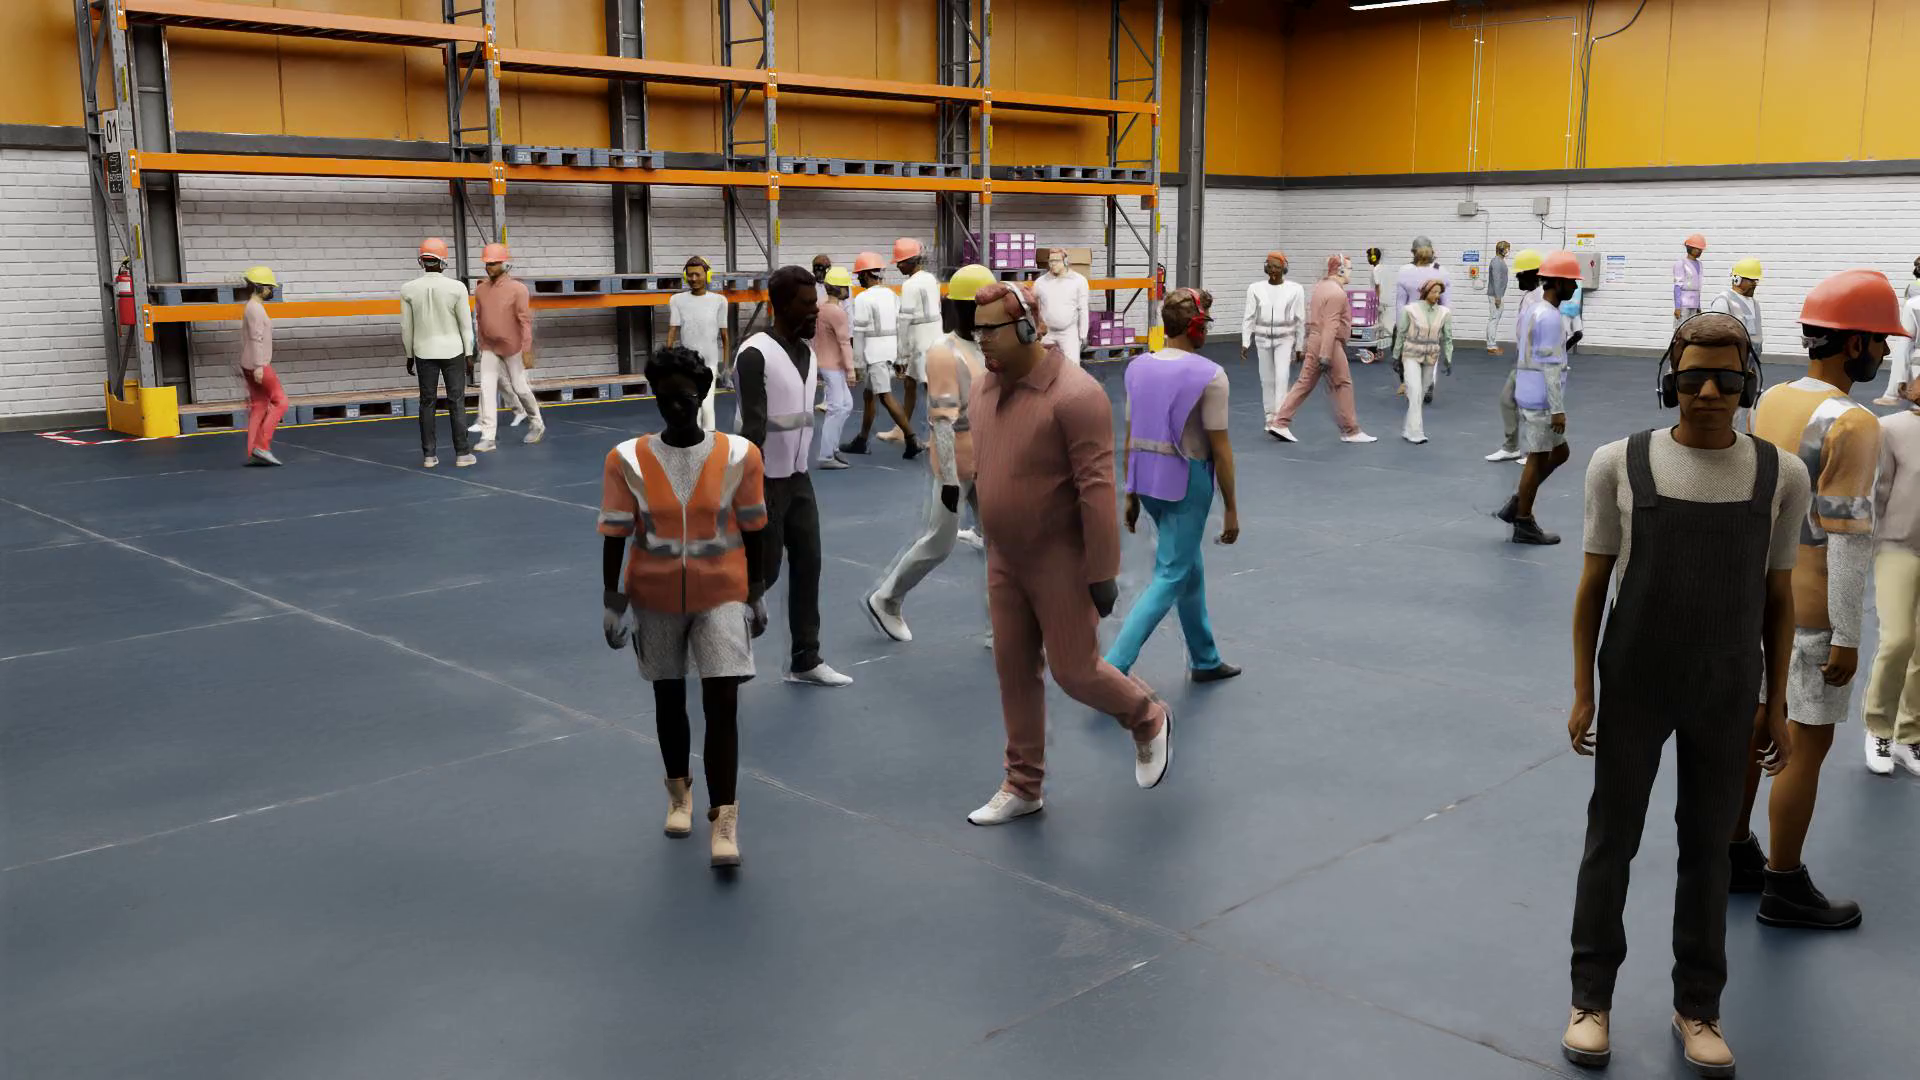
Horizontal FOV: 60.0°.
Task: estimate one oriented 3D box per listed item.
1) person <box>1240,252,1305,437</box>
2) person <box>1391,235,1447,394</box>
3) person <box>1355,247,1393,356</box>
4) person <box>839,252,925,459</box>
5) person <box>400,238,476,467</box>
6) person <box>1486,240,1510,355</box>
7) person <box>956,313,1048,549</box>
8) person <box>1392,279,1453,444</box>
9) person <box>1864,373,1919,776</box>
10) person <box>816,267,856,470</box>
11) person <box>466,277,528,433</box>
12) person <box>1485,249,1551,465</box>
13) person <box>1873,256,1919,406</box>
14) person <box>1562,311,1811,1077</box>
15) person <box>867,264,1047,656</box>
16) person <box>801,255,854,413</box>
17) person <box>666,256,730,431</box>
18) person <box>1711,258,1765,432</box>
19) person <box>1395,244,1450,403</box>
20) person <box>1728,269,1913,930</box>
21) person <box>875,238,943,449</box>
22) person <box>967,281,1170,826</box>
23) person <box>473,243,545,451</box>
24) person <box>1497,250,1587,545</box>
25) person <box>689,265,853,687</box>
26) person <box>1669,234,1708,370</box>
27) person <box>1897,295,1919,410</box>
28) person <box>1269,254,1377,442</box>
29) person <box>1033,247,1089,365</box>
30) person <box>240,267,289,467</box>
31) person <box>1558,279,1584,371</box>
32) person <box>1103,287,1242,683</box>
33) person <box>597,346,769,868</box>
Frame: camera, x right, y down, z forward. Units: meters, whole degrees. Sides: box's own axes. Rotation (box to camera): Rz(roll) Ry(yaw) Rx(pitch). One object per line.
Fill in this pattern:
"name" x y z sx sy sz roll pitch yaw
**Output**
"person" 3.135 -1.953 16.741 0.590 1.838 0.920 4 11 21
"person" 5.727 -2.799 20.805 0.704 2.000 0.538 -2 11 -13
"person" 7.020 -3.934 27.598 0.796 1.833 0.546 6 12 32
"person" -0.698 -1.669 15.110 1.001 1.886 0.549 7 12 33
"person" -4.562 -1.633 14.571 0.610 1.996 0.379 -1 10 -4
"person" 9.144 -4.116 28.273 0.372 1.937 0.627 3 11 17
"person" 0.343 -0.682 10.460 0.830 1.586 0.525 0 10 1
"person" 4.499 -1.709 16.047 0.537 1.590 0.847 -2 11 -11
"person" 3.614 0.090 6.163 0.533 1.619 0.410 1 10 6
"person" -1.046 -1.477 14.388 0.461 1.748 0.543 -4 11 -23
"person" -4.842 -1.944 17.355 0.507 1.597 0.878 9 13 39
"person" 4.922 -1.579 14.544 0.715 1.890 0.614 1 10 6
"person" 11.323 -2.442 19.521 0.637 1.806 0.931 -5 12 -25
"person" 1.737 0.379 4.012 0.504 1.847 0.343 3 11 14
"person" -0.025 -0.388 8.089 0.931 1.899 0.594 6 12 30
"person" -1.565 -2.343 19.030 0.649 1.794 0.789 4 11 22
"person" -2.232 -1.449 14.005 0.535 1.842 0.809 1 10 3
"person" 6.944 -1.606 14.868 0.586 1.833 0.403 -8 13 -36
"person" 5.502 -2.549 19.804 0.635 1.920 0.762 2 11 8
"person" 2.501 0.182 4.872 0.377 1.931 0.540 -1 10 -3
"person" -0.464 -1.831 15.663 0.944 1.992 0.638 4 11 18
"person" 0.356 0.044 5.765 0.695 1.877 0.663 -8 13 -36
"person" -4.333 -1.855 15.901 0.623 1.958 0.973 3 11 18
"person" 3.823 -0.913 10.835 0.399 1.920 0.560 3 11 16
"person" -0.886 -0.279 7.457 0.756 1.895 0.604 5 11 24
"person" 10.563 -3.396 24.085 0.605 2.034 0.391 -7 13 -35
"person" 7.709 -1.281 13.027 0.591 1.859 0.801 10 14 43
"person" 3.535 -1.859 16.226 1.034 1.855 0.653 -1 10 -6
"person" 1.093 -2.268 18.301 0.670 1.893 0.550 3 11 17
"person" -6.094 -1.502 14.520 0.430 1.741 0.542 -5 12 -27
"person" 9.103 -3.372 24.904 0.545 1.680 0.375 -5 12 -26
"person" 0.919 -0.193 7.251 0.935 1.806 0.580 -7 13 -34
"person" -0.890 0.222 5.351 0.549 1.664 0.786 -1 10 -5
